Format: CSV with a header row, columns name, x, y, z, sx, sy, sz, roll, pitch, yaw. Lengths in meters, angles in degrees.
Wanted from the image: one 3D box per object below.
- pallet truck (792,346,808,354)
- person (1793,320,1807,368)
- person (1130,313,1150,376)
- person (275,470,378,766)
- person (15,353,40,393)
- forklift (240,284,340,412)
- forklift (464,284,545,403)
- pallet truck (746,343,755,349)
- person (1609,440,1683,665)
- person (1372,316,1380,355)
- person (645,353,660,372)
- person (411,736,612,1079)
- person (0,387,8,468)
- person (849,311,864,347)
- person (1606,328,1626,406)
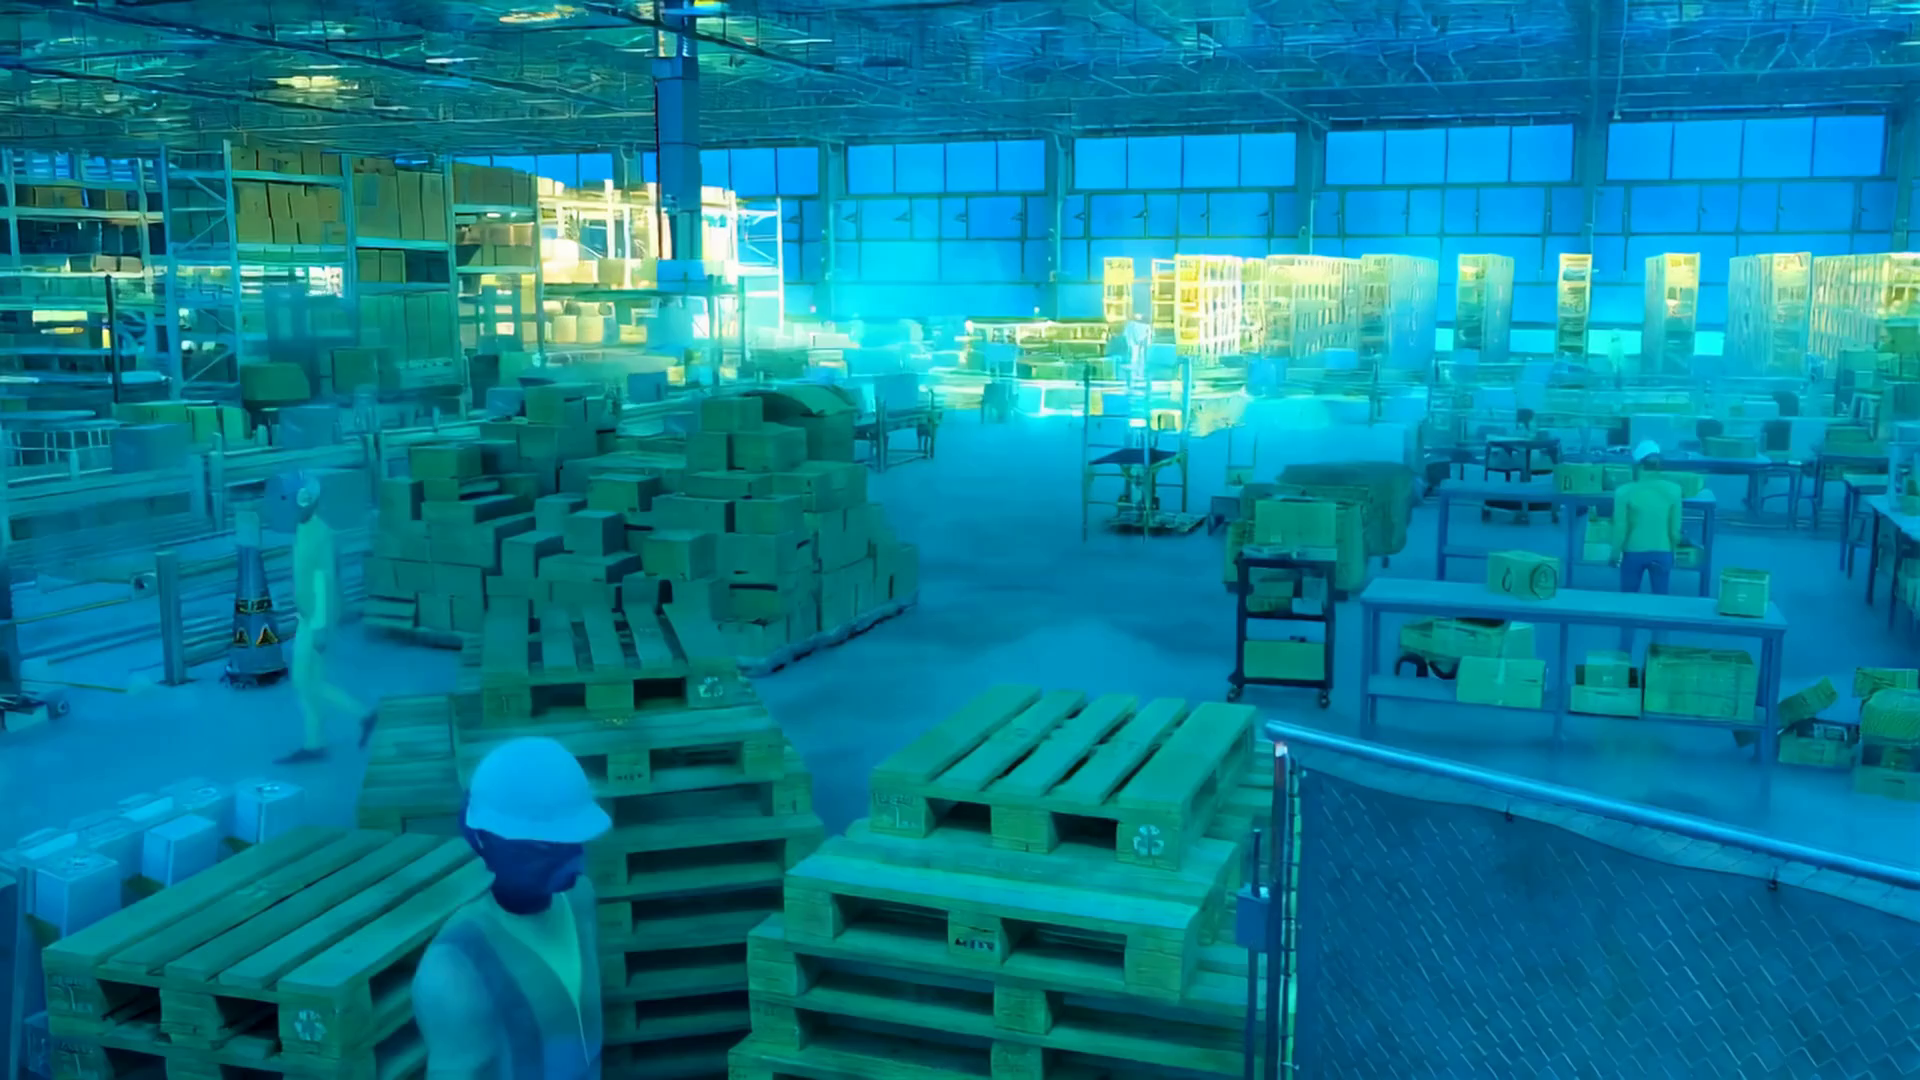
name,x,y,z,sx,sy,sz,roll,pitch,yaw
pallet truck,-3.705,-4.298,42.022,0.653,1.274,1.630,3,10,20
person,23.355,-5.250,46.290,0.386,1.846,0.566,7,11,36
person,5.412,-5.855,49.952,0.640,1.884,0.789,0,9,1
person,-3.939,0.484,10.270,0.580,1.851,0.537,-5,10,-28
person,-19.917,-3.534,35.416,0.981,1.892,0.693,0,9,1
forklift,-14.947,-4.271,36.904,1.129,2.768,1.873,4,10,23
forklift,-10.832,-4.702,39.610,1.129,2.768,1.873,3,10,20
pallet truck,-6.183,-4.618,44.264,1.601,1.201,0.680,-9,12,-43
person,5.322,0.103,12.946,0.524,1.763,0.324,1,9,3
person,13.160,-6.327,52.669,0.434,1.977,0.602,3,10,19
person,-8.241,-4.897,44.743,0.500,1.633,0.284,0,9,0
person,-0.937,1.430,3.730,0.396,2.042,0.611,2,9,14
person,-15.092,-1.884,25.750,0.542,1.654,0.866,3,10,21
person,-3.848,-7.708,62.205,0.501,1.695,0.923,-6,11,-34
person,15.213,-4.019,38.640,0.458,1.817,0.624,3,10,18
